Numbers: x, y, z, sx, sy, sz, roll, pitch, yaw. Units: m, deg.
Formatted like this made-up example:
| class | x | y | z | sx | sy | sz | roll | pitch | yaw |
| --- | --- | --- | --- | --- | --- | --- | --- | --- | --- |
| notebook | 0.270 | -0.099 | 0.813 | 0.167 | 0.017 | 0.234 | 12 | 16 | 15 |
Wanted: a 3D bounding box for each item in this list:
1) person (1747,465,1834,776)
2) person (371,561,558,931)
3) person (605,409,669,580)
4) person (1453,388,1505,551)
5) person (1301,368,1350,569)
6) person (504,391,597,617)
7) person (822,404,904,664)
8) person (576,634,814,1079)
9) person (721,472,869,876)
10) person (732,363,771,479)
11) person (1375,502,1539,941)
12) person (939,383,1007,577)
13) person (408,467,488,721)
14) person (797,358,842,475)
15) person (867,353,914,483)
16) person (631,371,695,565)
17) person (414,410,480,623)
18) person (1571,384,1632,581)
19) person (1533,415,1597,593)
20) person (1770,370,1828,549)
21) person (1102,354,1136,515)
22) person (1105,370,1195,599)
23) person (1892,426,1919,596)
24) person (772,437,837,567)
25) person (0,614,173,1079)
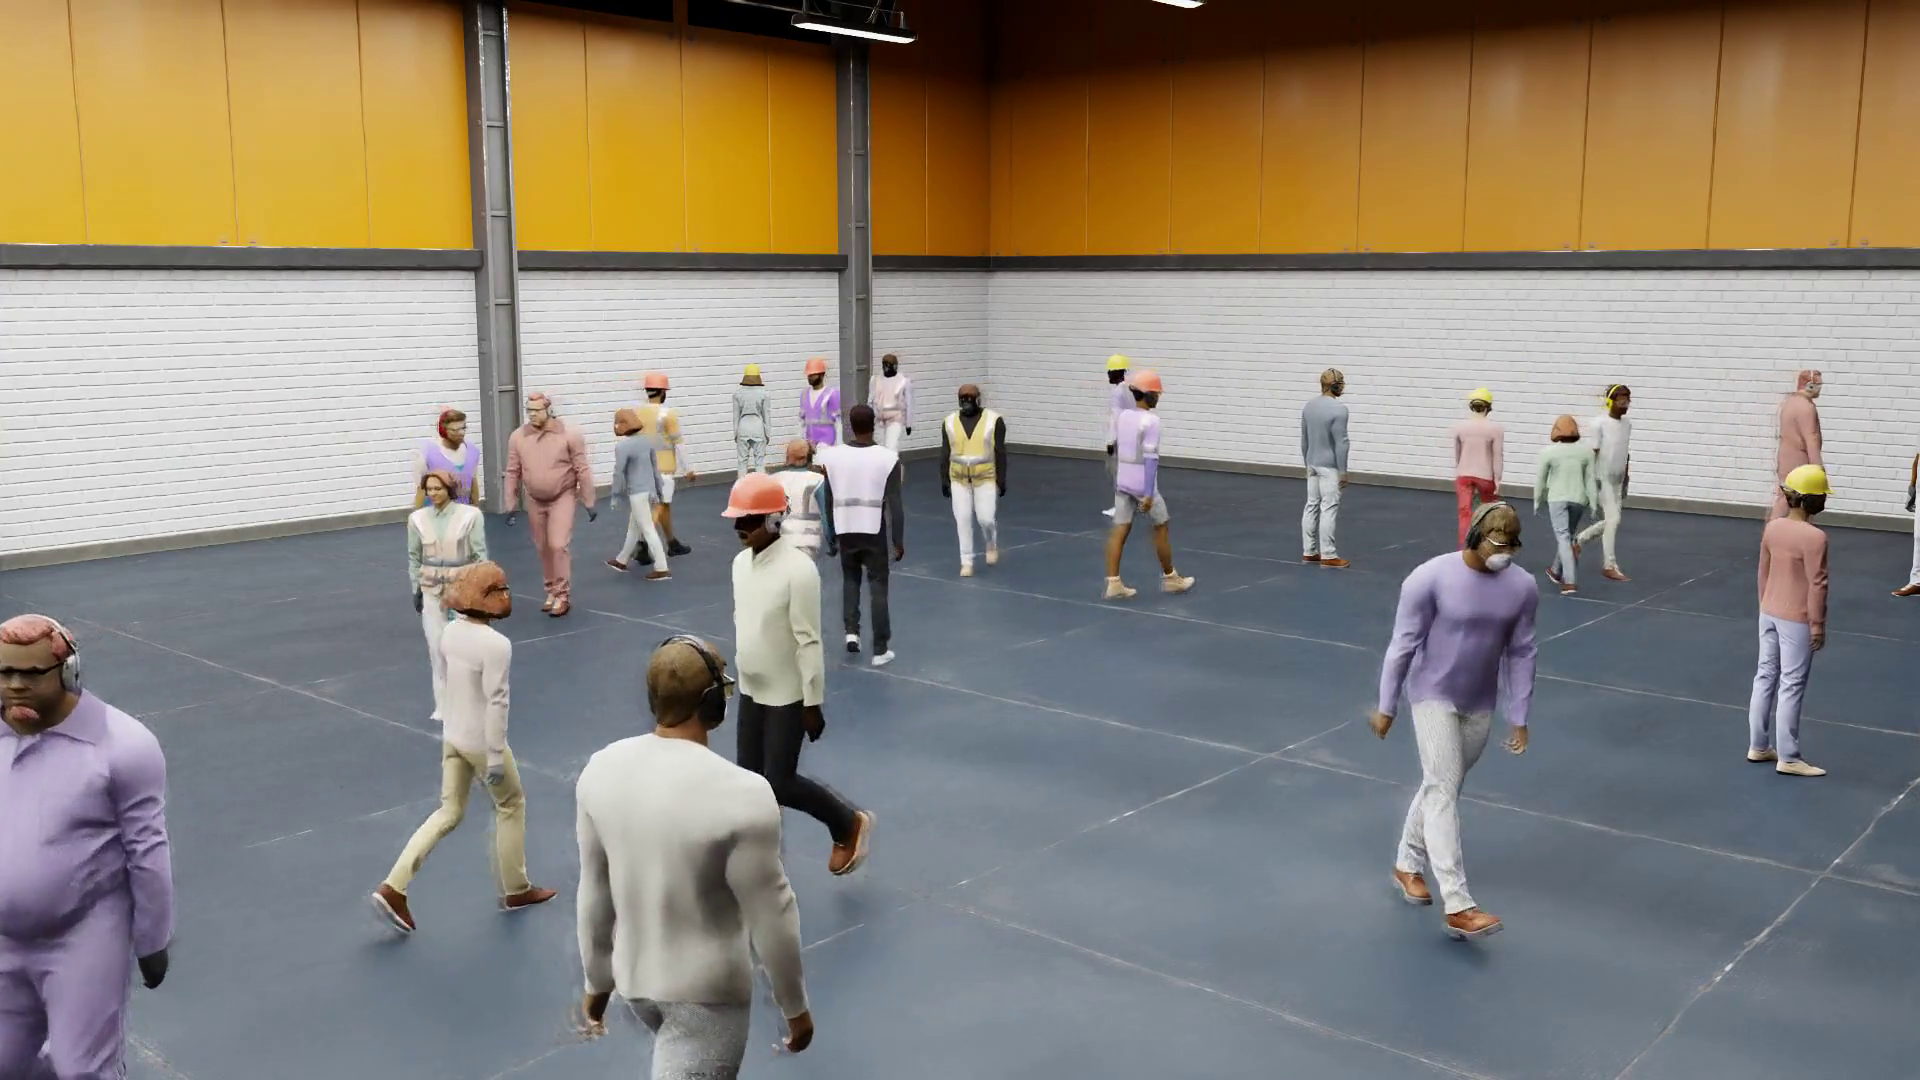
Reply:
| class | x | y | z | sx | sy | sz | roll | pitch | yaw |
| --- | --- | --- | --- | --- | --- | --- | --- | --- | --- |
| person | 4.756 | 0.450 | 9.490 | 0.327 | 1.769 | 0.525 | -1 | 9 | -7 |
| person | -2.174 | 0.894 | 7.232 | 0.508 | 1.602 | 0.781 | 8 | 12 | 43 |
| person | -3.077 | -0.424 | 15.509 | 0.875 | 1.581 | 0.521 | 4 | 10 | 23 |
| person | 5.066 | -0.609 | 16.212 | 0.517 | 1.735 | 0.726 | 6 | 11 | 32 |
| person | 3.550 | -0.695 | 16.142 | 0.369 | 1.938 | 0.630 | -4 | 10 | -24 |
| person | -3.442 | -0.295 | 13.833 | 0.715 | 1.874 | 0.755 | 2 | 9 | 10 |
| person | -0.699 | -0.049 | 12.219 | 0.610 | 1.894 | 0.493 | 2 | 9 | 11 |
| person | -0.670 | 1.178 | 4.532 | 0.653 | 1.884 | 0.993 | 6 | 11 | 34 |
| person | -0.782 | 0.660 | 7.520 | 0.612 | 1.971 | 0.635 | -8 | 12 | -40 |
| person | -2.608 | -1.344 | 20.866 | 0.480 | 1.734 | 0.330 | 0 | 9 | 0 |
| person | 2.209 | 0.761 | 7.213 | 0.686 | 1.868 | 0.980 | -3 | 10 | -18 |
| person | 0.127 | -0.573 | 15.720 | 0.652 | 1.829 | 0.510 | 2 | 9 | 13 |
| person | -3.271 | 0.326 | 10.707 | 0.530 | 1.622 | 0.458 | 0 | 9 | 2 |
| person | -1.607 | -1.190 | 19.422 | 0.559 | 1.894 | 0.985 | 7 | 11 | 37 |
| person | -0.911 | -1.585 | 22.148 | 0.623 | 1.812 | 0.852 | 4 | 10 | 25 |
| person | -2.989 | -0.718 | 16.448 | 0.556 | 1.896 | 0.940 | 6 | 11 | 34 |
| person | -4.086 | -0.145 | 13.222 | 0.687 | 1.795 | 0.571 | 5 | 10 | 29 |
| person | 6.050 | -0.558 | 15.643 | 0.529 | 1.836 | 0.734 | -5 | 10 | -29 |
| person | 5.458 | -0.331 | 15.007 | 0.507 | 1.572 | 0.930 | 0 | 9 | -1 |
| person | 8.577 | -0.771 | 16.824 | 0.775 | 1.881 | 0.667 | 3 | 9 | 17 |
| person | 1.861 | -1.231 | 19.597 | 0.420 | 1.908 | 0.607 | 3 | 10 | 19 |
| person | 1.666 | -0.486 | 14.629 | 0.968 | 2.002 | 0.616 | -6 | 11 | -34 |
| person | 8.467 | -0.393 | 14.461 | 0.311 | 1.869 | 0.534 | -3 | 10 | -20 |
| person | -1.177 | 0.035 | 12.560 | 0.509 | 1.617 | 0.615 | 5 | 10 | 28 |
| person | -2.631 | 1.122 | 4.886 | 0.659 | 1.887 | 0.606 | 0 | 9 | -1 |
